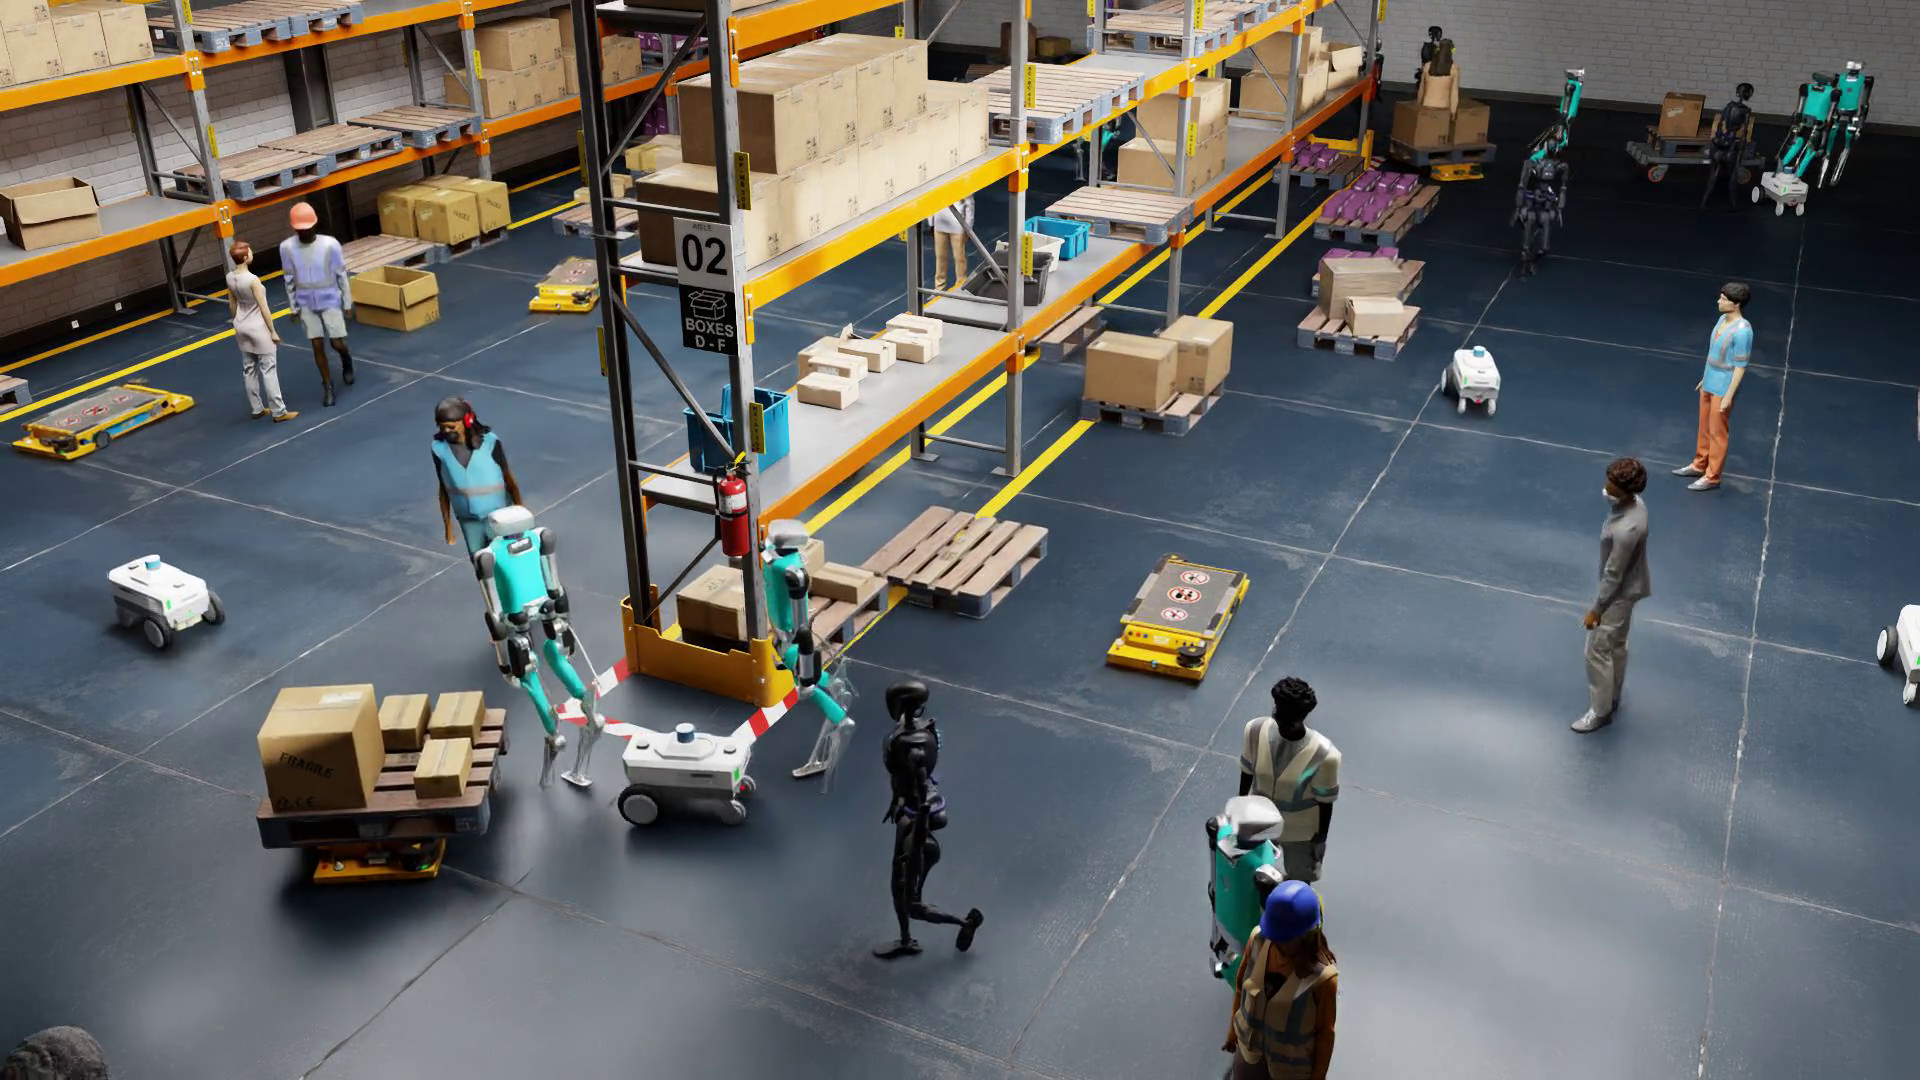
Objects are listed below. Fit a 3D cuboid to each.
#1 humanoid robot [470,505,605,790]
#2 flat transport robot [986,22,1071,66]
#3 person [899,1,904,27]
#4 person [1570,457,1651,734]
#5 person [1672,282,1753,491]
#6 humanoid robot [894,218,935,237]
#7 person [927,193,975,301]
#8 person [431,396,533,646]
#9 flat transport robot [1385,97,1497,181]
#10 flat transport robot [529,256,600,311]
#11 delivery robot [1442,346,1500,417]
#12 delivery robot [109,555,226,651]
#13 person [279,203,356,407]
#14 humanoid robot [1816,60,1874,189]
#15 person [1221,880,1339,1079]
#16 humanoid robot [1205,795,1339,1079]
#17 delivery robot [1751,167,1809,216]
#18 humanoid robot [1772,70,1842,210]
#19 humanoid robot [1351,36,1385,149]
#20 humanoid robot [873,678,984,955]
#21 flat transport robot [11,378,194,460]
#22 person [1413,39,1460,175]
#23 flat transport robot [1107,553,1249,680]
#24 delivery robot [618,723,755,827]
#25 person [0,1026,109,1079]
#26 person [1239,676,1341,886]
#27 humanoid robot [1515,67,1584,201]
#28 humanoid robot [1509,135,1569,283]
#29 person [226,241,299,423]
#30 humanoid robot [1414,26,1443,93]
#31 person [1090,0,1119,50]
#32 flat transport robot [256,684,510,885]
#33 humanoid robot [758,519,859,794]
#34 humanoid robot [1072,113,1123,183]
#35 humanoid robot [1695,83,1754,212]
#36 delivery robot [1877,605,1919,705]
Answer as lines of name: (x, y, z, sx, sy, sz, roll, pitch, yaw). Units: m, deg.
humanoid robot: (-2.378, 0.706, 9.714, 0.784, 1.774, 0.530, 21, 33, 36)
flat transport robot: (1.261, -8.296, 29.536, 1.431, 0.231, 0.659, 21, 33, 36)
person: (-0.907, -9.488, 30.190, 0.369, 1.828, 0.504, 19, 32, 33)
person: (4.123, 0.292, 10.391, 0.382, 1.875, 0.718, 13, 29, 24)
person: (6.216, -1.256, 13.628, 0.304, 1.764, 0.506, 0, 26, 0)
humanoid robot: (-0.603, -4.576, 20.447, 0.550, 1.643, 0.599, -23, 34, -38)
person: (-0.115, -3.416, 18.003, 0.561, 1.751, 0.340, 14, 29, 25)
person: (-3.226, -0.149, 11.299, 0.550, 1.845, 0.484, 1, 26, 2)
flat transport robot: (6.778, -5.346, 23.578, 0.659, 0.231, 1.431, -6, 27, -12)
flat transport robot: (-4.269, -2.860, 18.556, 0.659, 0.231, 1.431, 2, 26, 5)
delivery robot: (4.804, -1.512, 15.516, 0.499, 0.601, 0.796, 4, 27, 7)
delivery robot: (-5.589, 0.403, 11.655, 0.805, 0.606, 0.499, 16, 30, 28)
person: (-5.915, -2.205, 15.378, 0.558, 1.919, 0.565, -4, 27, -8)
humanoid robot: (11.898, -5.554, 22.416, 0.539, 1.855, 0.778, 15, 30, 27)
person: (1.294, 2.114, 6.809, 0.467, 1.774, 0.318, 23, 35, 39)
humanoid robot: (1.414, 1.880, 7.352, 0.709, 1.804, 0.533, -10, 28, -20)
delivery robot: (10.725, -4.561, 21.690, 0.499, 0.614, 0.791, 0, 26, 0)
humanoid robot: (10.829, -5.114, 21.431, 0.674, 1.774, 0.540, -18, 32, -32)
humanoid robot: (5.977, -6.587, 24.503, 0.590, 1.639, 0.405, -21, 33, -36)
humanoid robot: (-0.180, 1.399, 8.371, 0.565, 1.634, 0.609, -6, 27, -13)
flat transport robot: (-7.714, -1.096, 14.991, 0.659, 0.231, 1.431, 10, 28, 20)
person: (6.706, -6.094, 23.351, 0.601, 1.808, 1.038, 13, 29, 25)
flat transport robot: (1.563, 0.519, 11.729, 0.659, 0.231, 1.431, 10, 28, 19)
delivery robot: (-1.598, 1.346, 9.730, 0.790, 0.589, 0.499, 2, 26, 5)
person: (-3.151, 2.509, 6.115, 0.473, 1.671, 0.437, -20, 33, -35)
person: (1.612, 1.415, 8.319, 0.535, 1.691, 0.319, 19, 32, 33)
humanoid robot: (7.700, -5.347, 22.010, 0.811, 1.826, 0.566, 14, 29, 26)
humanoid robot: (6.502, -3.740, 18.744, 0.584, 1.641, 0.408, 1, 26, 2)
person: (-6.342, -1.871, 14.986, 0.449, 1.661, 0.284, 11, 29, 22)
humanoid robot: (7.149, -6.975, 25.302, 0.655, 1.630, 0.611, 0, 26, 1)
person: (2.534, -9.052, 29.189, 0.533, 1.932, 0.408, 15, 30, 28)
flat transport robot: (-3.288, 1.500, 9.748, 0.659, 0.231, 1.431, -3, 26, -5)
humanoid robot: (-0.810, 0.685, 9.771, 0.678, 1.827, 0.538, -13, 29, -24)
humanoid robot: (1.839, -5.610, 22.505, 1.039, 1.758, 0.540, -24, 35, -39)
humanoid robot: (9.909, -5.044, 21.402, 0.627, 1.636, 0.612, -5, 27, -11)
delivery robot: (6.417, 0.728, 10.983, 0.499, 0.592, 0.774, 9, 28, 17)
